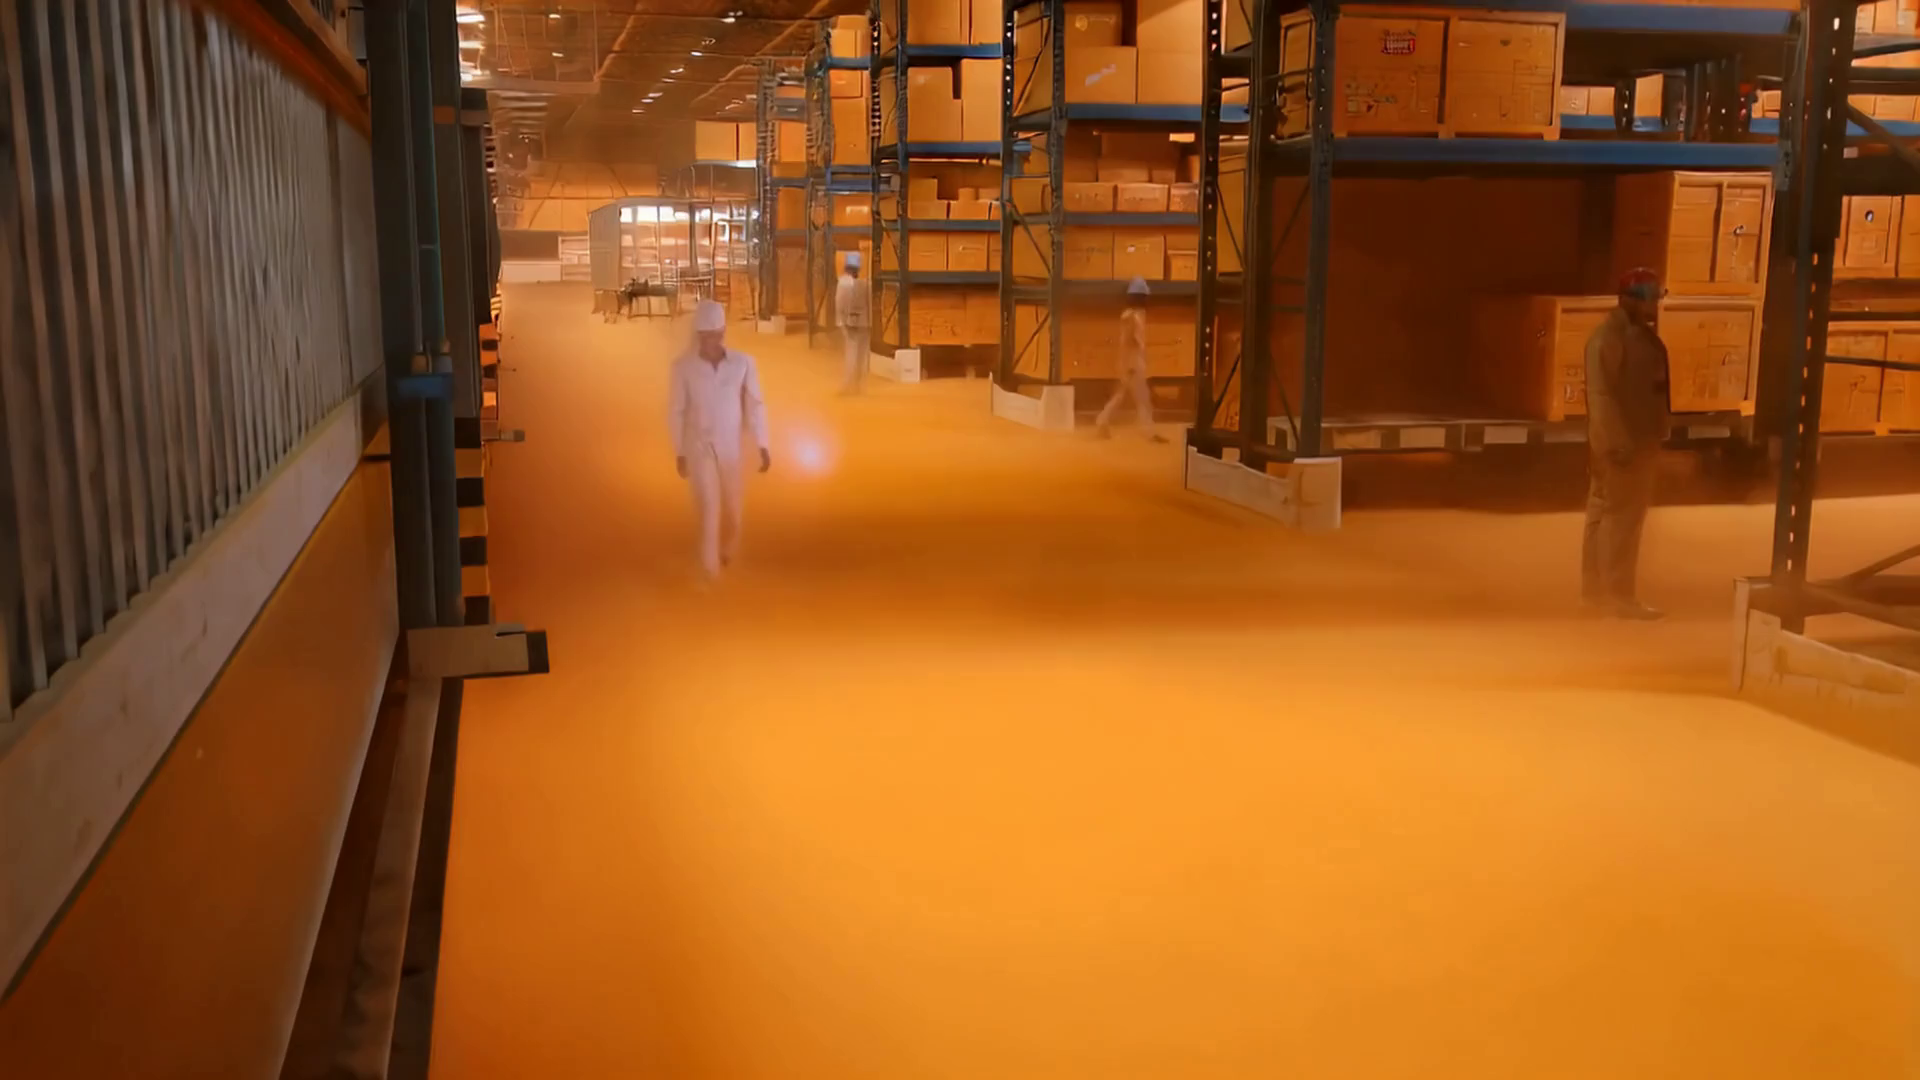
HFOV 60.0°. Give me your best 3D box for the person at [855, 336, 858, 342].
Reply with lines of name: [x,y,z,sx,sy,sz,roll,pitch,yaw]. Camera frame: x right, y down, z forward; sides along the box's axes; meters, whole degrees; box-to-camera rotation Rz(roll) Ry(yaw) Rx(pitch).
person: [-2.329,-5.101,35.200,0.429,1.843,0.633,2,10,12]

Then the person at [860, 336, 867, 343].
person: [-1.712,-5.021,34.550,0.759,1.916,0.548,-7,12,-34]

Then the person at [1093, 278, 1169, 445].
person: [1.752,-1.844,17.139,0.842,1.713,0.492,5,11,24]

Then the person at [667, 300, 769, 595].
person: [-1.450,-0.578,9.972,0.566,1.713,0.885,-3,10,-15]

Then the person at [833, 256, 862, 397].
person: [-1.526,-2.891,22.548,0.389,1.898,0.704,0,10,-1]

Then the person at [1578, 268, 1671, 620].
person: [3.655,-0.522,9.089,0.409,1.907,0.651,-2,10,-9]
